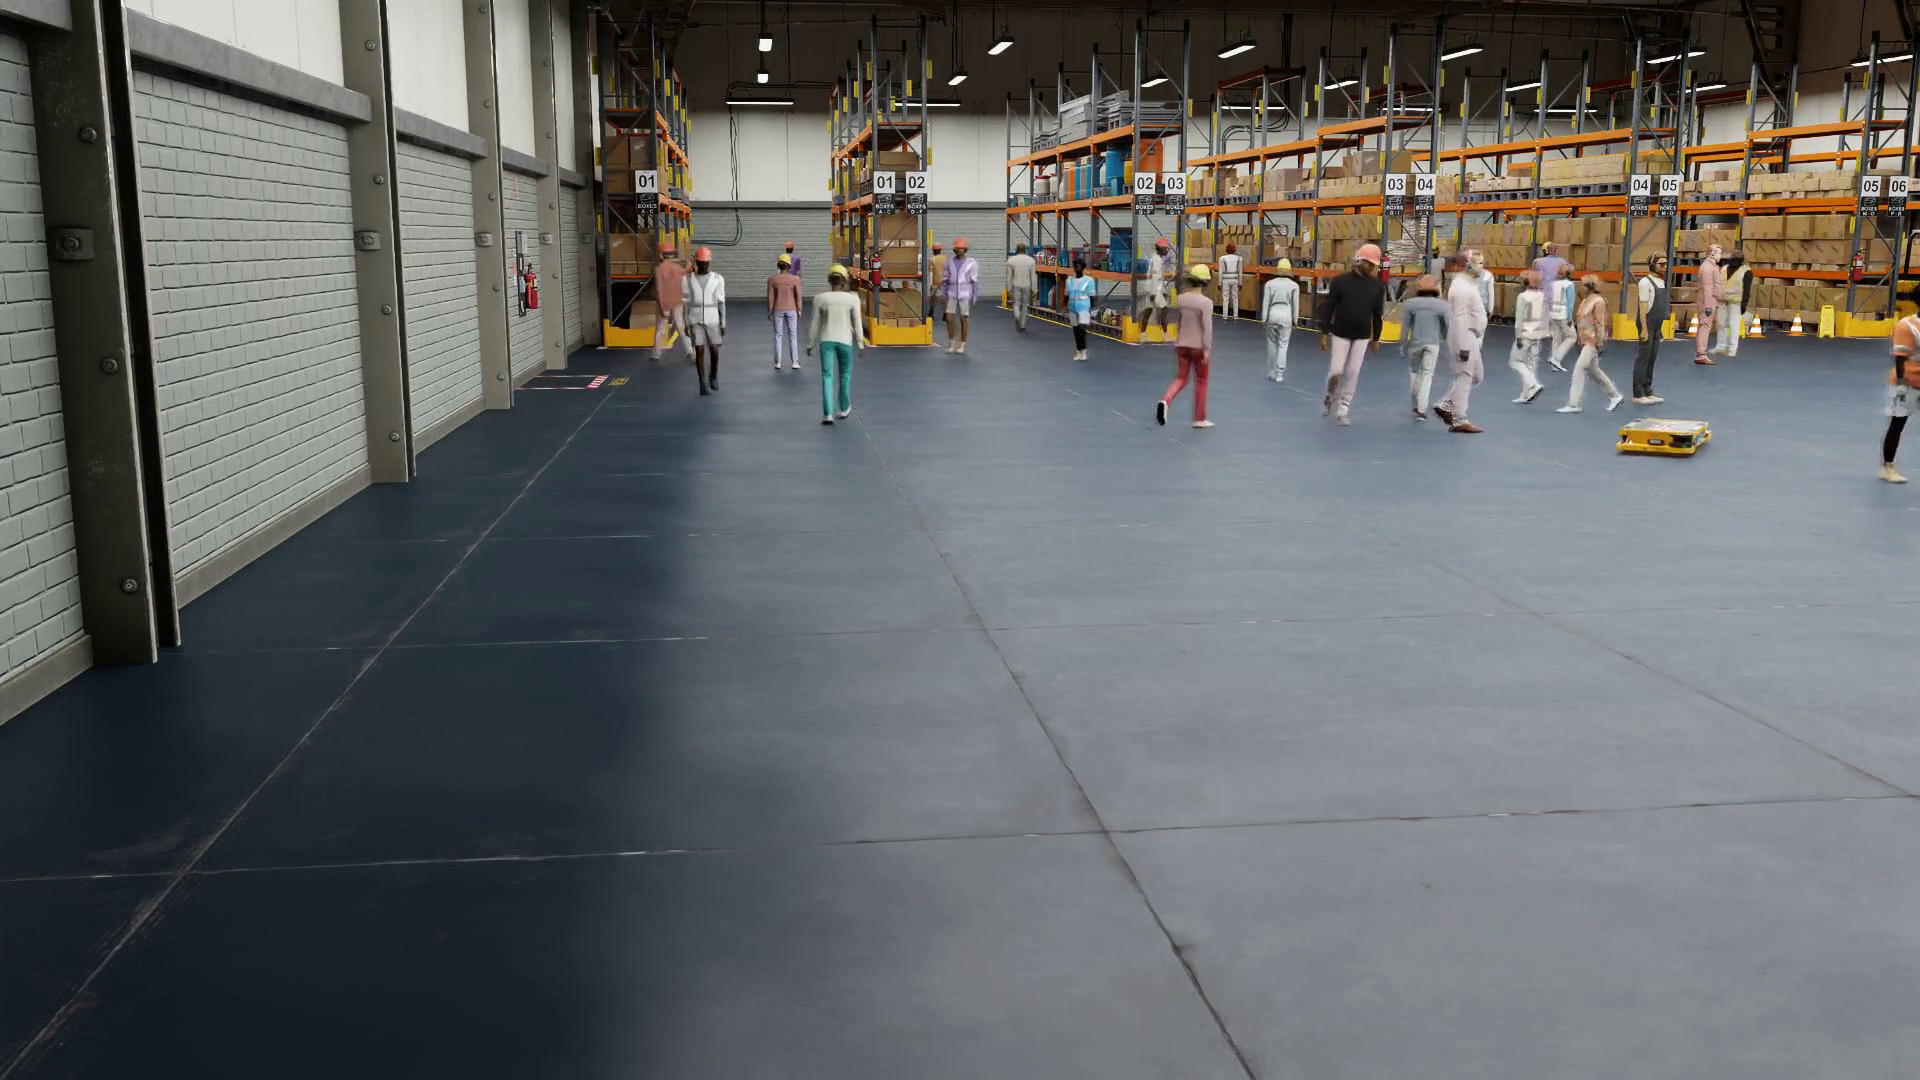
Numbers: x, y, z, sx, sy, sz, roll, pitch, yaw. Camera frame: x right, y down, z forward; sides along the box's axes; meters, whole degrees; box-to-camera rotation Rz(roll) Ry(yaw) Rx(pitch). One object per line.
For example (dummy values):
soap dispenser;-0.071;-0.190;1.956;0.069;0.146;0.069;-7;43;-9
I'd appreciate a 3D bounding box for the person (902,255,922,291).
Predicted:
person;-1.236;-6.788;43.336;0.606;1.841;0.924;-2;11;-10

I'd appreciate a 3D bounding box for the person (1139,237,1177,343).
person;3.836;-4.746;31.698;0.894;2.001;0.616;-1;10;-3

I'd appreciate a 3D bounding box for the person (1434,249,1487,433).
person;5.247;-2.051;17.222;0.429;1.895;0.666;4;11;19

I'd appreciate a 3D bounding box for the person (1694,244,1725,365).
person;11.967;-3.756;26.552;0.409;1.910;0.640;4;11;22

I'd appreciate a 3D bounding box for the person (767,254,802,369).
person;-2.695;-3.510;25.590;0.534;1.767;0.317;0;10;-3

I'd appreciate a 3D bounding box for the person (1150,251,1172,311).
person;5.457;-7.149;45.173;0.655;1.903;0.911;-1;10;-4

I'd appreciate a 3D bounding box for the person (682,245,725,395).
person;-3.287;-2.813;21.363;0.546;1.923;0.438;-1;10;-8

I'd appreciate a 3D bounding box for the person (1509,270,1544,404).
person;6.889;-2.441;20.105;0.521;1.630;0.415;-8;13;-37

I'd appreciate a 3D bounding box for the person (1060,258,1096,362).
person;1.897;-3.722;26.967;0.545;1.677;0.557;7;13;35

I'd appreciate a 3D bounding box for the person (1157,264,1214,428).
person;2.422;-2.036;17.549;0.650;1.746;0.537;-9;13;-40

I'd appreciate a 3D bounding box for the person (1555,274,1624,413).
person;7.341;-2.267;19.227;0.794;1.603;0.521;0;10;2

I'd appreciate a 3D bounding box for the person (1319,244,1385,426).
person;4.220;-2.212;17.958;0.673;1.949;0.596;-1;10;-4

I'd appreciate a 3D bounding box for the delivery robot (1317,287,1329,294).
delivery robot;10.951;-7.285;49.347;0.707;0.478;0.477;-2;10;-10

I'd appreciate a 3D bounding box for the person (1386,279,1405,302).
person;9.987;-5.869;38.424;0.533;1.818;1.005;-3;11;-15

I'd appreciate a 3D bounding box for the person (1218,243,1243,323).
person;6.363;-6.047;39.173;0.577;1.882;0.349;-1;10;-4

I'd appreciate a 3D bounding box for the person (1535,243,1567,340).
person;11.553;-4.866;32.638;0.651;1.907;0.409;-2;11;-13

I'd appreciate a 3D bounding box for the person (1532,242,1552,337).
person;11.877;-5.082;33.775;0.385;1.922;0.594;-7;13;-35

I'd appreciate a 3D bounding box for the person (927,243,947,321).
person;-0.515;-6.226;40.182;0.562;1.885;1.013;-3;11;-18

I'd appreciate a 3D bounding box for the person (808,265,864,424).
person;-1.361;-2.142;18.241;0.607;1.704;0.921;0;10;-1

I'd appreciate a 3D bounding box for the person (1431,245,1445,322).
person;11.267;-6.063;39.410;0.526;1.835;0.589;0;10;-1

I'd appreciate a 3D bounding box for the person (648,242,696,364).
person;-4.606;-3.765;26.516;1.024;1.952;0.607;9;14;42

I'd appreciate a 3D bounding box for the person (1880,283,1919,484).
person;7.839;-1.257;13.487;0.548;1.670;0.693;-3;11;-14

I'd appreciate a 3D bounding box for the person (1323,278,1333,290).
person;9.302;-6.332;40.953;0.635;1.806;0.764;-2;11;-13

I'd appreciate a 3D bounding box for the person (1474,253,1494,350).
person;8.377;-3.803;27.077;0.593;1.815;0.594;4;11;20

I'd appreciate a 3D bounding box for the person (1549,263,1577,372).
person;9.044;-3.323;24.924;0.369;1.623;0.543;-2;11;-10

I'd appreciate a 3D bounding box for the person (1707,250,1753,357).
person;13.095;-4.006;28.215;0.466;1.803;0.680;-6;12;-28

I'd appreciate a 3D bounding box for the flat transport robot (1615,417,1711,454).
flat transport robot;6.771;-1.009;15.976;0.652;0.197;1.431;6;12;30

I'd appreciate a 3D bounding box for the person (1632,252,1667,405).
person;8.395;-2.563;20.184;0.345;1.846;0.507;10;14;44

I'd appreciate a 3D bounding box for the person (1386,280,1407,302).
person;10.347;-6.137;39.585;0.587;1.915;0.394;2;10;9

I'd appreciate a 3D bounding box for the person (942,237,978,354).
person;-0.034;-4.188;28.598;0.651;2.017;0.806;3;11;14

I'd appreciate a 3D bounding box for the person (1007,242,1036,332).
person;1.310;-5.392;35.497;0.626;1.918;0.574;0;10;-2

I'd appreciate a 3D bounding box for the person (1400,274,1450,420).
person;5.230;-2.163;18.647;0.530;1.595;0.812;5;11;23

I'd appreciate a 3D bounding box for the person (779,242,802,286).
person;-4.331;-6.647;42.463;0.568;1.883;0.985;1;10;3

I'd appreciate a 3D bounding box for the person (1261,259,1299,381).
person;4.554;-3.126;23.608;0.508;1.704;0.837;3;11;15
